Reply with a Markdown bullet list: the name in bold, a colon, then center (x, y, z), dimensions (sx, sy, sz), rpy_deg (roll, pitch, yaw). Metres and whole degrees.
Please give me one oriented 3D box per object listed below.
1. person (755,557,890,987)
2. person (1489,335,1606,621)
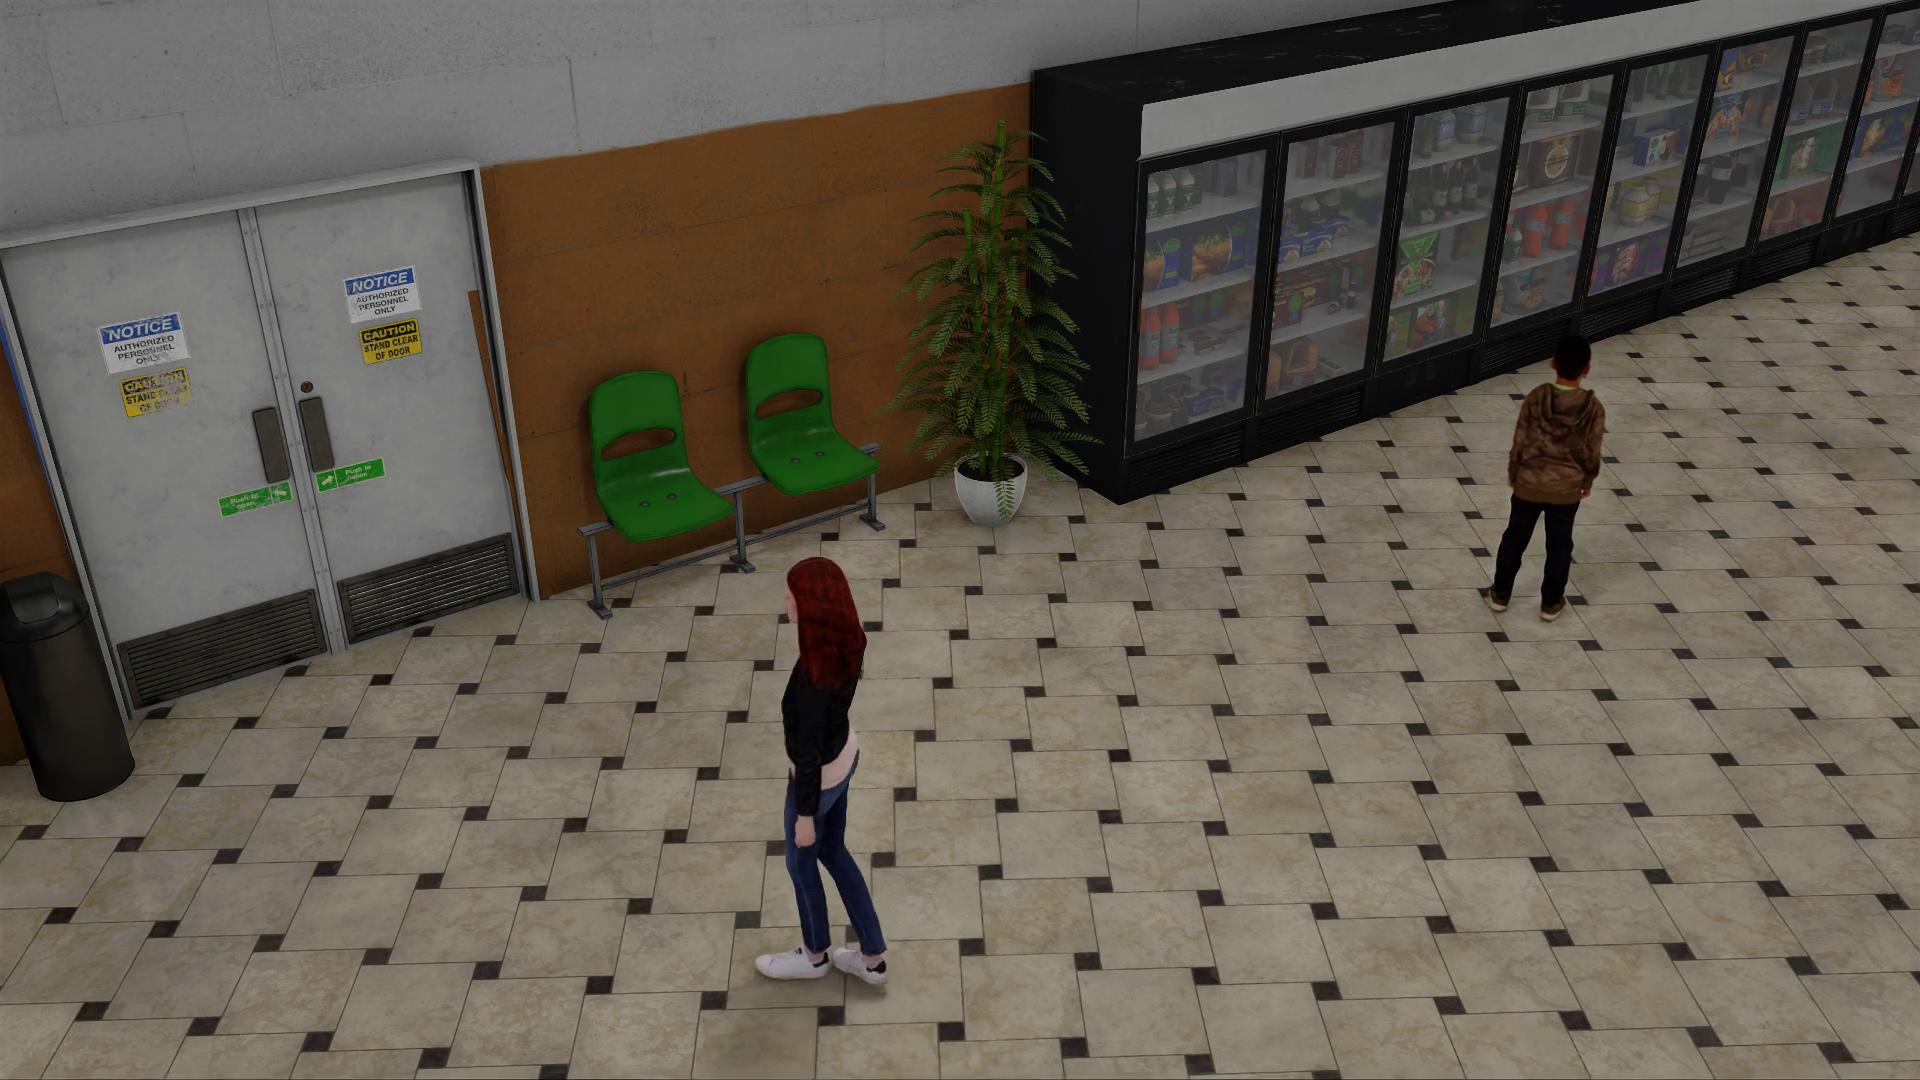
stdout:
- **person**: center (-0.444, 0.853, 5.761), dimensions (0.881, 1.781, 0.819), rpy_deg (7, 29, 13)
- **person**: center (2.911, -0.299, 8.217), dimensions (0.649, 1.450, 0.740), rpy_deg (11, 30, 19)
